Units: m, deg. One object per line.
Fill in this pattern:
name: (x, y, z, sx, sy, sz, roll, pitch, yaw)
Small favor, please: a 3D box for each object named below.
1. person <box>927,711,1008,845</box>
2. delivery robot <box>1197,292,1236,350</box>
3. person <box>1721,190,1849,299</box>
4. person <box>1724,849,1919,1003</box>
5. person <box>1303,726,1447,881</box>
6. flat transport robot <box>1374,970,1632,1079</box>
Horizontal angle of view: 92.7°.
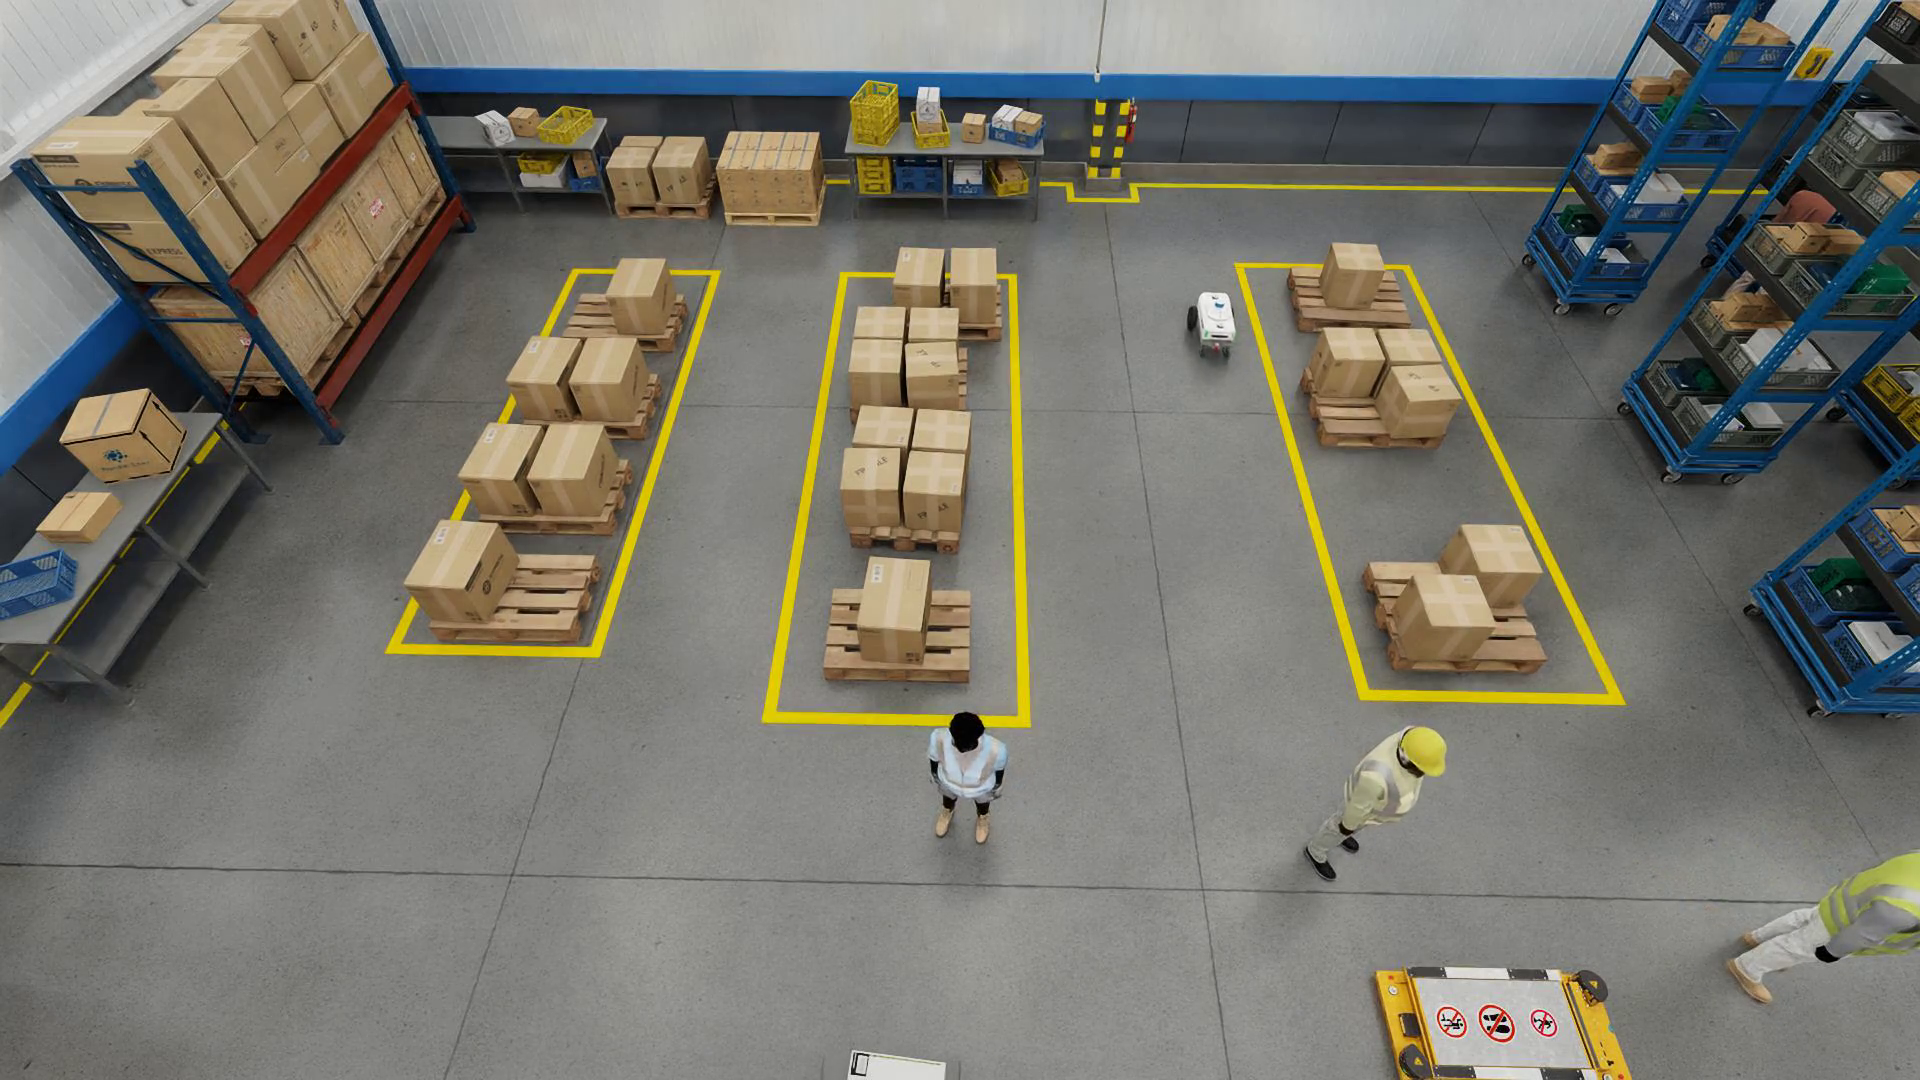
person: (0.045, 1.621, 6.232, 0.539, 1.695, 0.319, 10, 51, 8)
delivery robot: (2.858, -2.469, 10.241, 0.477, 0.478, 0.707, 3, 51, 3)
person: (8.919, -3.087, 9.894, 0.411, 1.979, 0.625, -20, 54, -15)
person: (5.447, 2.332, 5.562, 0.634, 1.839, 0.429, -30, 57, -22)
person: (2.744, 1.717, 6.069, 0.598, 1.828, 0.403, -34, 58, -24)
flat transport robot: (3.501, 3.133, 5.914, 1.431, 0.197, 0.652, 1, 51, 1)
